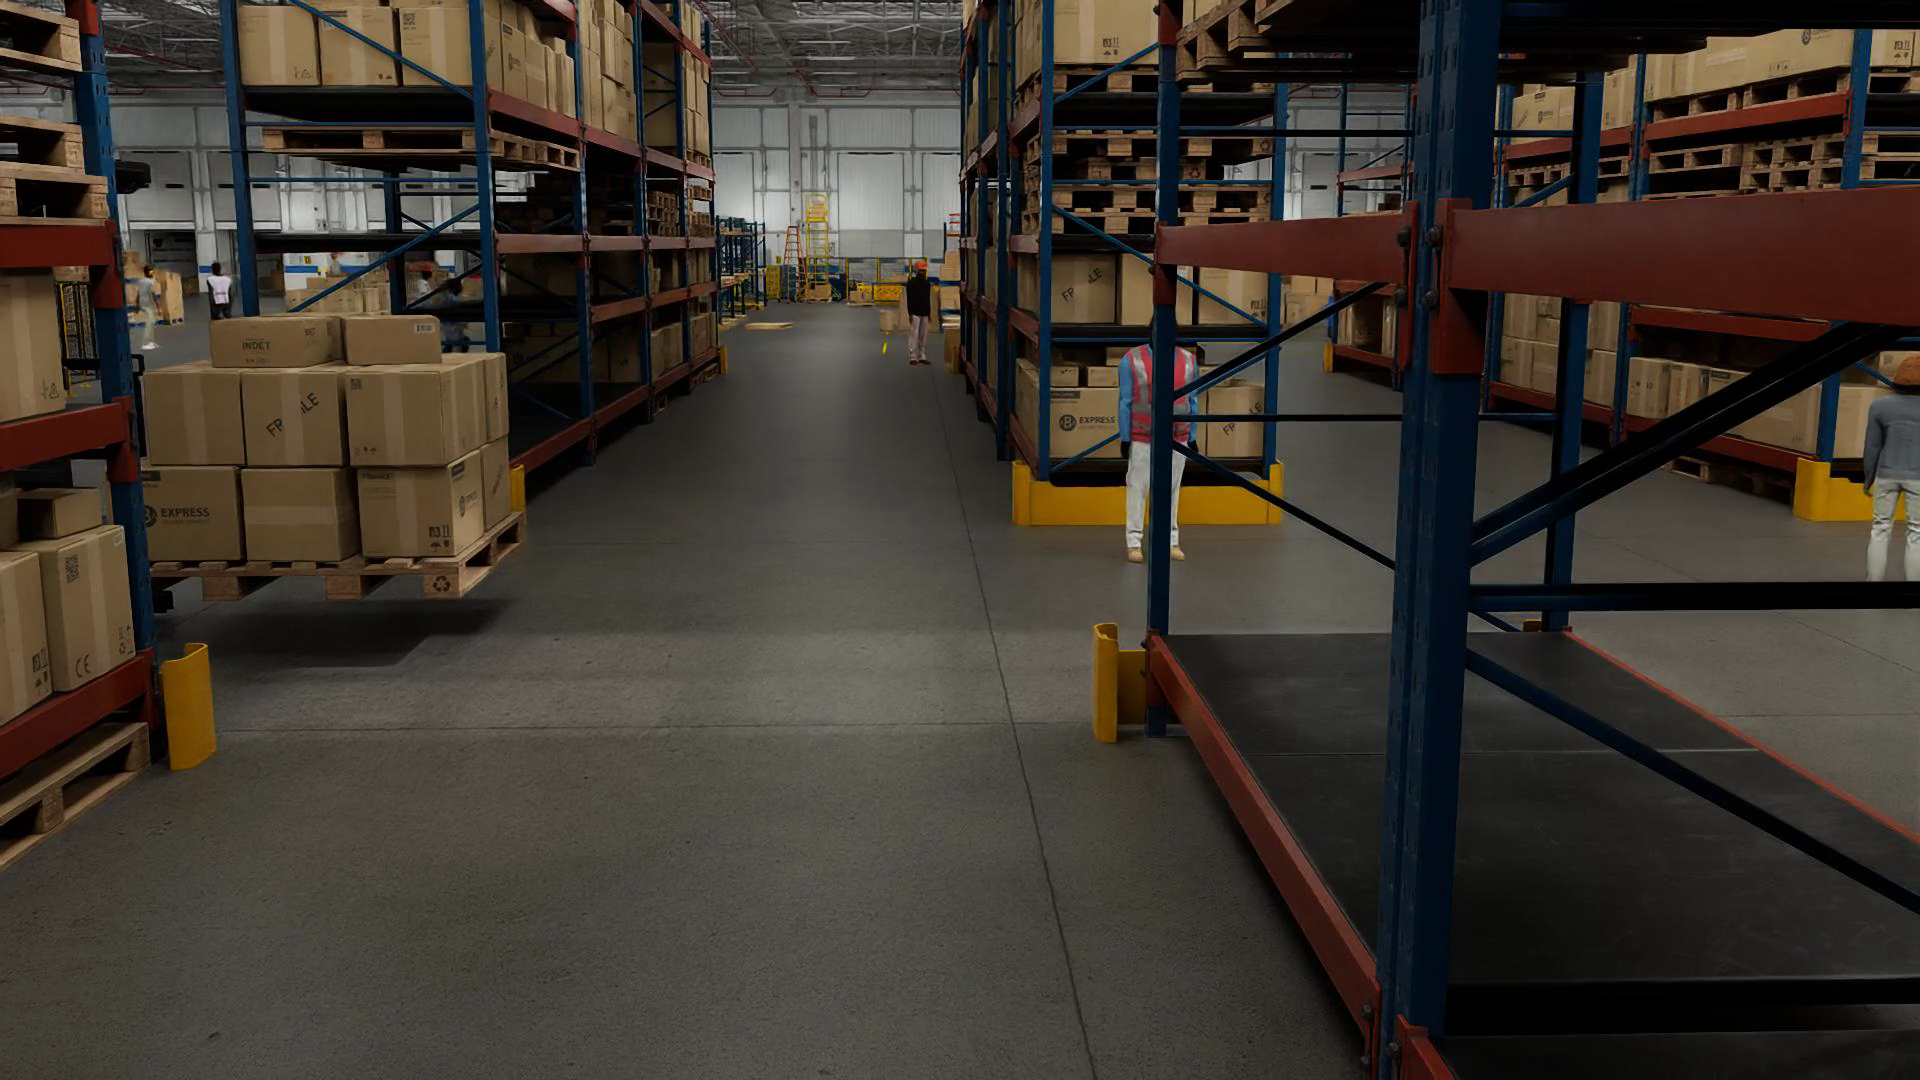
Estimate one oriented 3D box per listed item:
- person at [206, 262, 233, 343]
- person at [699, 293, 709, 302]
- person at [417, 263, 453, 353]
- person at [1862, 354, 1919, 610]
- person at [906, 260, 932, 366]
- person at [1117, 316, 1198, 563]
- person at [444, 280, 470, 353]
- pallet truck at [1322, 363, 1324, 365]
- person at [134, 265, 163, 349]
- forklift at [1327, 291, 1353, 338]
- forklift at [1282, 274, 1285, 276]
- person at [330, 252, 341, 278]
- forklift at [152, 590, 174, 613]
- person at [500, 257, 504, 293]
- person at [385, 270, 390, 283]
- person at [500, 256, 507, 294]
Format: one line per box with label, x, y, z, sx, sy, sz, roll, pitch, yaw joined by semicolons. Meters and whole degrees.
person;-16.911;-5.419;38.110;0.957;1.884;0.605;7;12;34
person;-5.240;-4.467;33.601;0.547;1.625;0.440;4;11;22
person;-10.863;-4.732;34.204;0.869;1.903;0.555;0;10;-2
person;6.061;-0.374;10.675;0.286;1.634;0.500;-9;14;-42
person;-0.764;-4.293;31.506;0.376;1.995;0.608;9;13;41
person;1.461;-0.749;12.200;0.621;1.839;0.429;-2;10;-13
person;-9.074;-3.881;30.105;0.609;1.680;0.550;1;10;7
pallet truck;7.712;-4.157;30.737;1.885;1.965;0.823;3;11;16
person;-17.713;-5.092;36.406;0.510;1.839;0.664;7;12;35
forklift;9.791;-6.229;39.822;1.873;2.768;1.129;-9;14;-42
forklift;12.247;-10.290;62.443;1.129;2.768;1.873;0;10;-3
person;-25.622;-10.816;67.945;0.652;1.951;0.962;9;13;40
forklift;-5.858;-0.811;9.639;1.873;2.768;1.129;-1;10;-3
person;-16.475;-9.218;59.509;0.957;1.801;0.634;6;12;30
person;-18.801;-8.382;55.126;0.318;1.695;0.537;5;11;27
person;-14.442;-8.051;52.681;0.636;1.923;0.633;-4;11;-23
